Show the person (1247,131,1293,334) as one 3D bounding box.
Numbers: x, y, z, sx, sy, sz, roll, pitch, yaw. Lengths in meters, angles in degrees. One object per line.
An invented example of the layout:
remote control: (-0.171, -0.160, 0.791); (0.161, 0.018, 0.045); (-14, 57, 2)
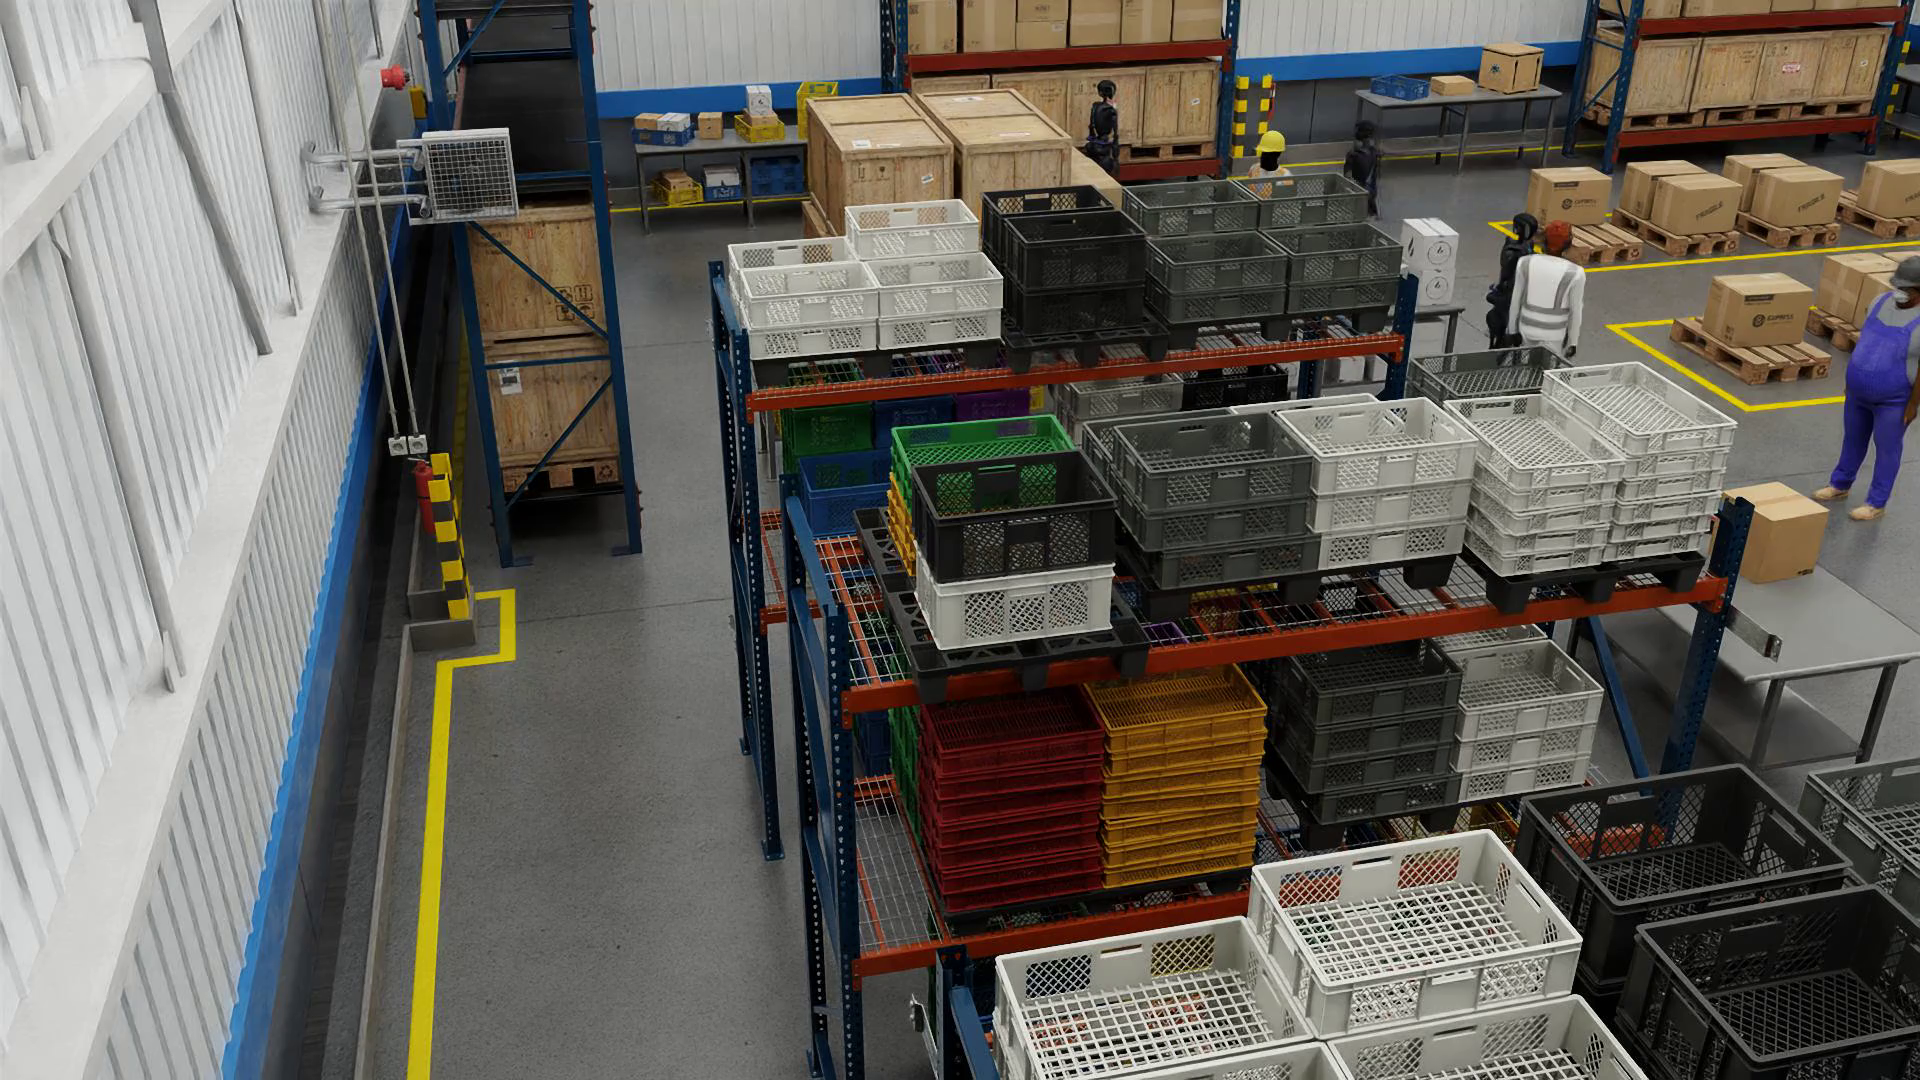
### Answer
person: (2.893, -2.933, 15.831); (0.355, 1.930, 0.586); (-19, 33, -31)

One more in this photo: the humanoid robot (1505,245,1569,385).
humanoid robot: (4.880, -1.828, 14.059); (0.540, 1.629, 0.756); (9, 29, 17)

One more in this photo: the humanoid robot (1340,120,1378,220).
humanoid robot: (4.181, -3.506, 17.226); (0.704, 1.639, 0.569); (21, 35, 35)

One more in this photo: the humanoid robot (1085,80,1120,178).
humanoid robot: (1.605, -4.360, 18.792); (0.326, 1.657, 0.591); (-14, 31, -24)

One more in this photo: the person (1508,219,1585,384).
person: (4.734, -1.693, 13.556); (0.588, 1.858, 0.827); (23, 35, 37)

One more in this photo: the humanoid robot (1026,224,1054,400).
humanoid robot: (0.613, -1.930, 14.219); (0.729, 1.639, 0.321); (10, 29, 18)

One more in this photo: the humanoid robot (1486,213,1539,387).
humanoid robot: (4.736, -2.022, 14.368); (0.373, 1.649, 0.574); (21, 34, 34)

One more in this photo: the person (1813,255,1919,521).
person: (6.822, -1.138, 12.308); (0.535, 2.000, 0.681); (-9, 29, -17)
